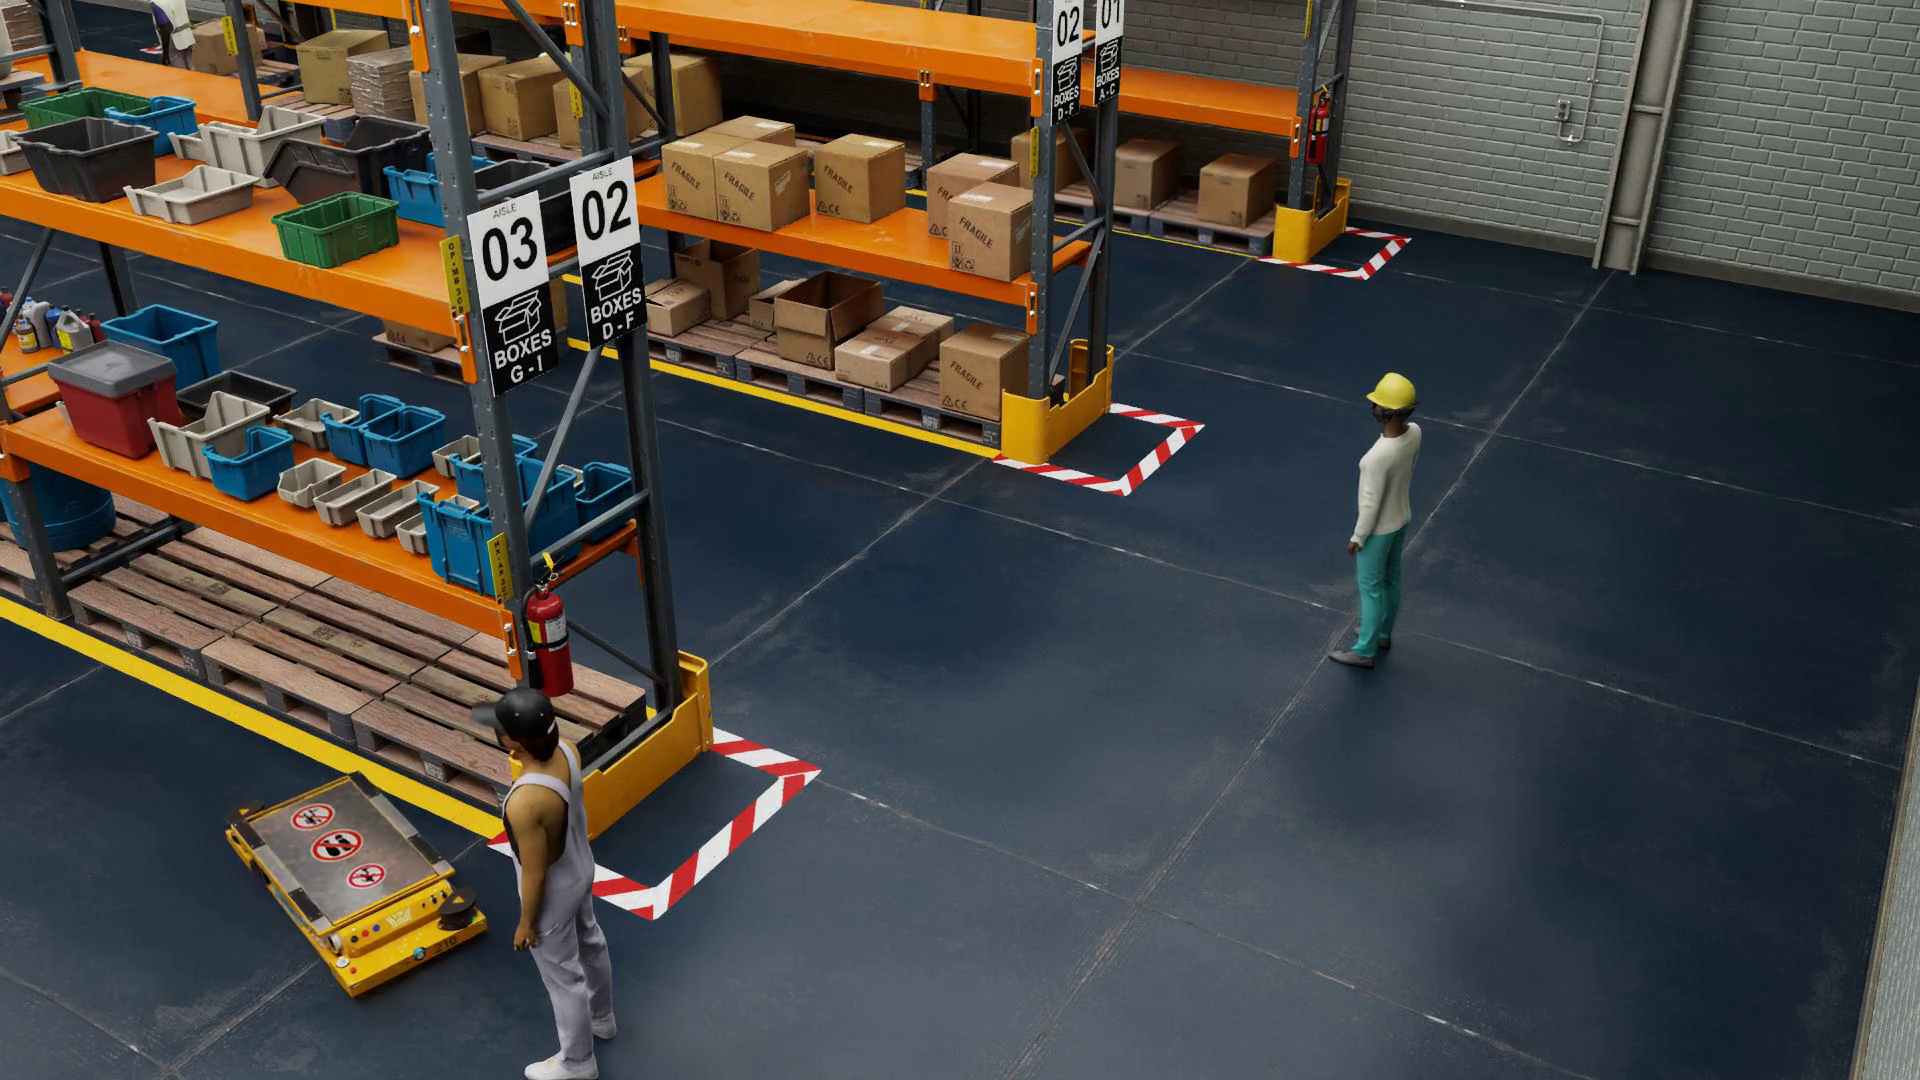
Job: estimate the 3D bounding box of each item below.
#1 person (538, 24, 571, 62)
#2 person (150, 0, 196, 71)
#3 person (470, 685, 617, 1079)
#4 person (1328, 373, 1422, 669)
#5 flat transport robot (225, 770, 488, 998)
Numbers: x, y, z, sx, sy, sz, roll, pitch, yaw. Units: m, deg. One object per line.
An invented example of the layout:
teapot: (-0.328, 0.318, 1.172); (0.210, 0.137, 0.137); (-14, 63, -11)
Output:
person: (-4.087, -4.466, 17.177); (0.531, 1.697, 0.320); (6, 30, 11)
person: (-9.032, -5.680, 19.206); (0.374, 1.843, 0.569); (3, 29, 5)
person: (-1.631, 1.355, 6.565); (0.367, 1.864, 0.509); (5, 30, 9)
person: (2.335, -0.101, 9.277); (0.310, 1.768, 0.521); (22, 36, 34)
flat transport robot: (-2.872, 1.560, 7.833); (0.659, 0.231, 1.431); (-24, 37, -36)
